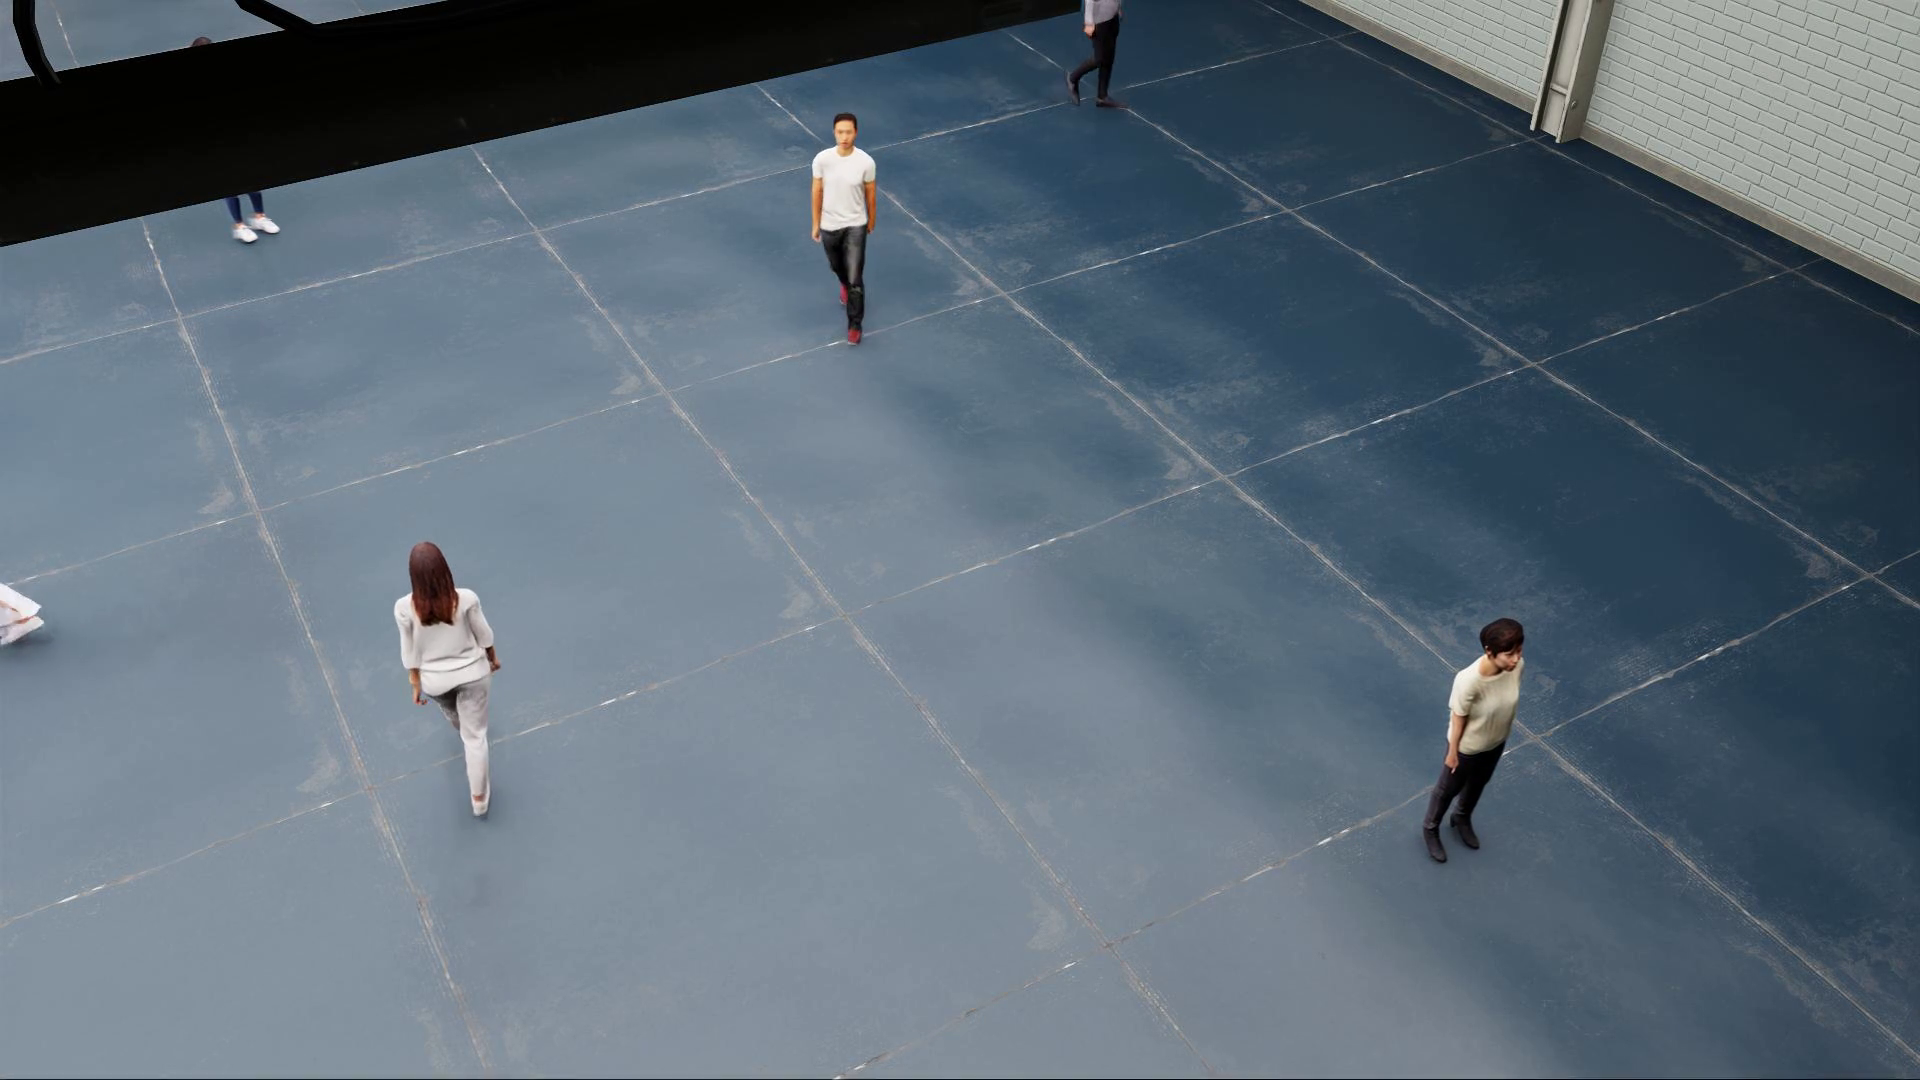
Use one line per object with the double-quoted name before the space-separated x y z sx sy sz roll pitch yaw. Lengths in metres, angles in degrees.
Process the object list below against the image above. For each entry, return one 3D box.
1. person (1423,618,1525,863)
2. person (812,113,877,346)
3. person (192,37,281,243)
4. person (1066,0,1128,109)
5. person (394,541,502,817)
"person" 2.667 1.022 8.591 0.581 1.584 0.470 -19 42 -22
"person" -0.897 -2.486 12.923 1.062 1.772 1.228 3 38 4
"person" -6.178 -3.396 14.084 0.649 1.774 0.650 21 43 25
"person" 1.318 -5.135 16.196 1.026 1.911 0.944 24 44 28
"person" -2.689 0.769 8.863 0.824 1.647 1.127 -8 39 -10
